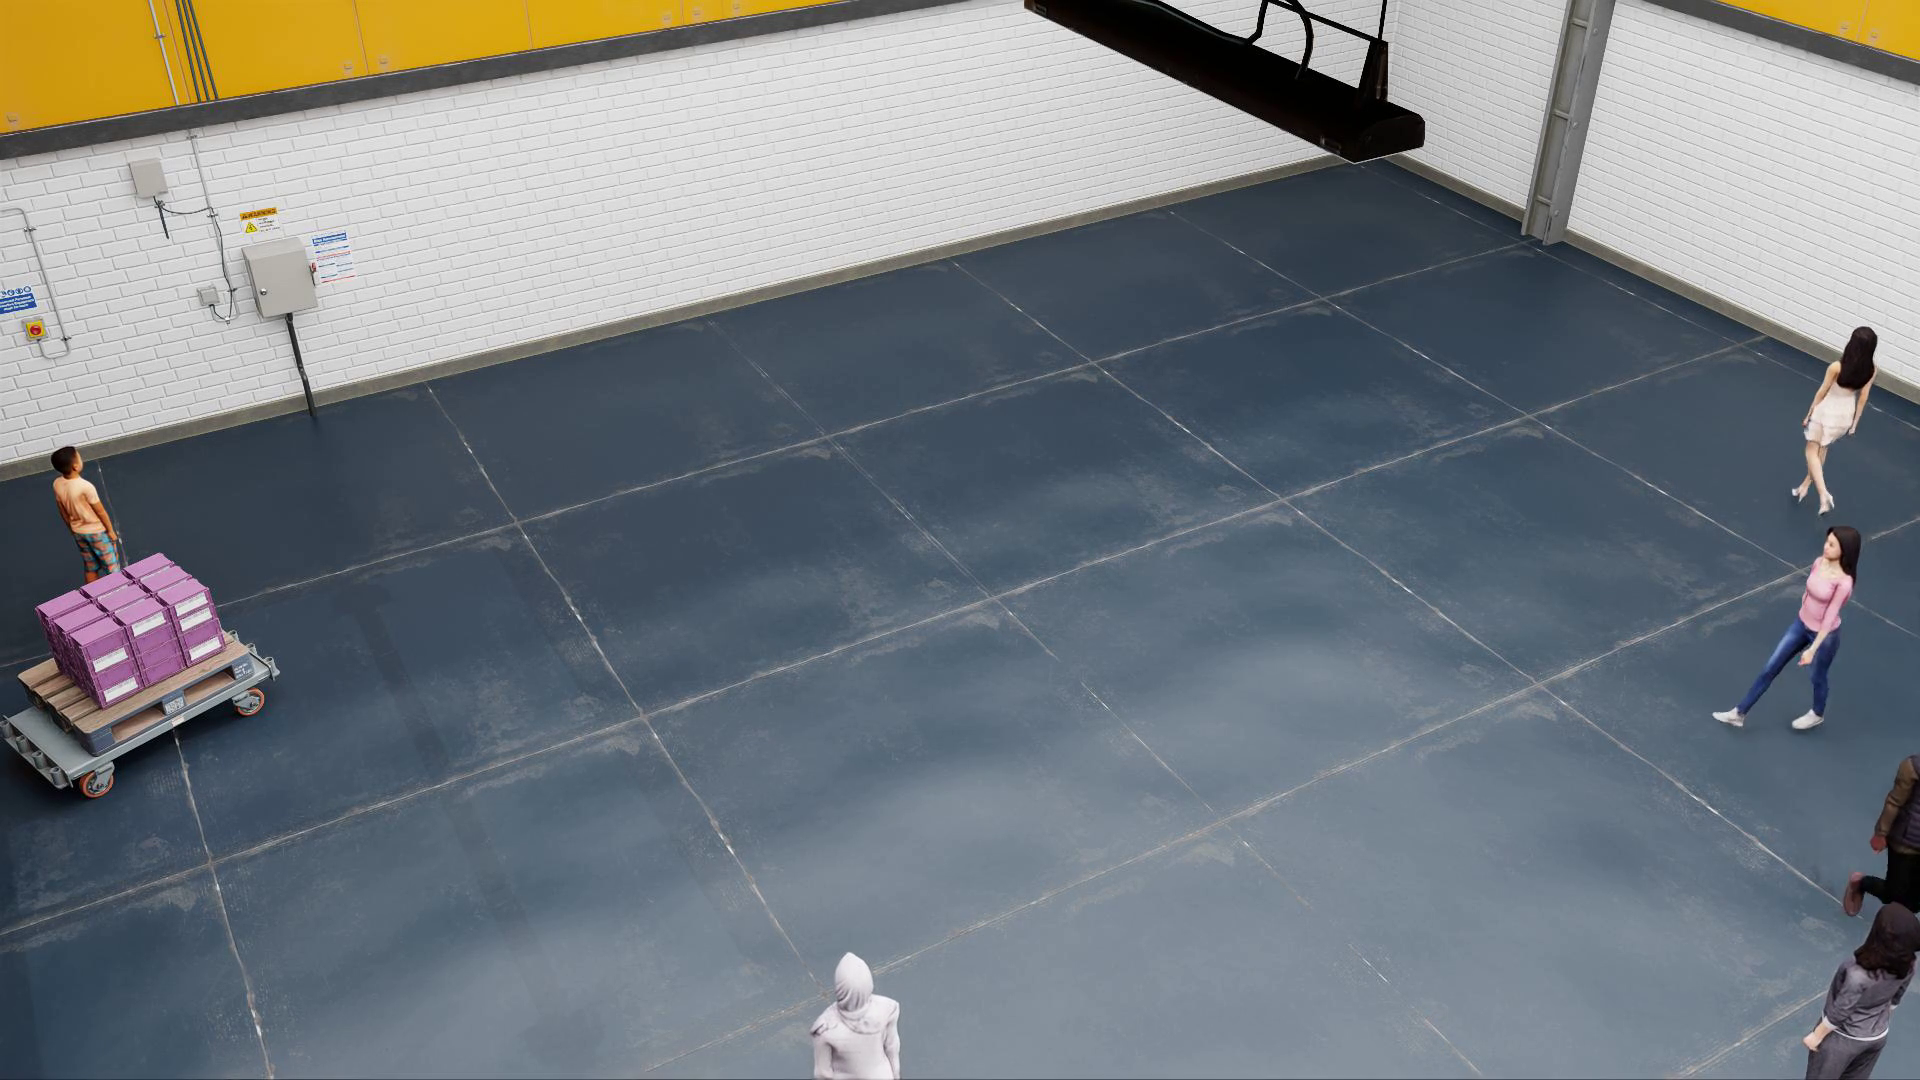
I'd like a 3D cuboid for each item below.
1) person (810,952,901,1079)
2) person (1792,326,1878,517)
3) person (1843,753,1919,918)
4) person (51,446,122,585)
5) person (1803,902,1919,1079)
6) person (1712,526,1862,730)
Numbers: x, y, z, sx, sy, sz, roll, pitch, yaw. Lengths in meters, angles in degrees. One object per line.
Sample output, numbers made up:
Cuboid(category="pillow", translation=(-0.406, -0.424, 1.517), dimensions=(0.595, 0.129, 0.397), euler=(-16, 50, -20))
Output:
Cuboid(category="person", translation=(-0.509, 2.758, 8.345), dimensions=(0.637, 1.775, 0.574), euler=(-13, 36, -19))
Cuboid(category="person", translation=(7.357, -0.959, 13.989), dimensions=(0.836, 1.717, 0.987), euler=(0, 34, 0))
Cuboid(category="person", translation=(5.673, 1.724, 9.858), dimensions=(0.922, 1.822, 0.997), euler=(1, 34, 2))
Cuboid(category="person", translation=(-6.742, -0.077, 12.893), dimensions=(0.605, 1.461, 0.653), euler=(6, 34, 9))
Cuboid(category="person", translation=(4.643, 2.562, 8.649), dimensions=(0.639, 1.765, 0.585), euler=(-10, 35, -14))
Cuboid(category="person", translation=(6.019, 0.661, 11.562), dimensions=(0.902, 1.706, 1.101), euler=(-6, 34, -9))
